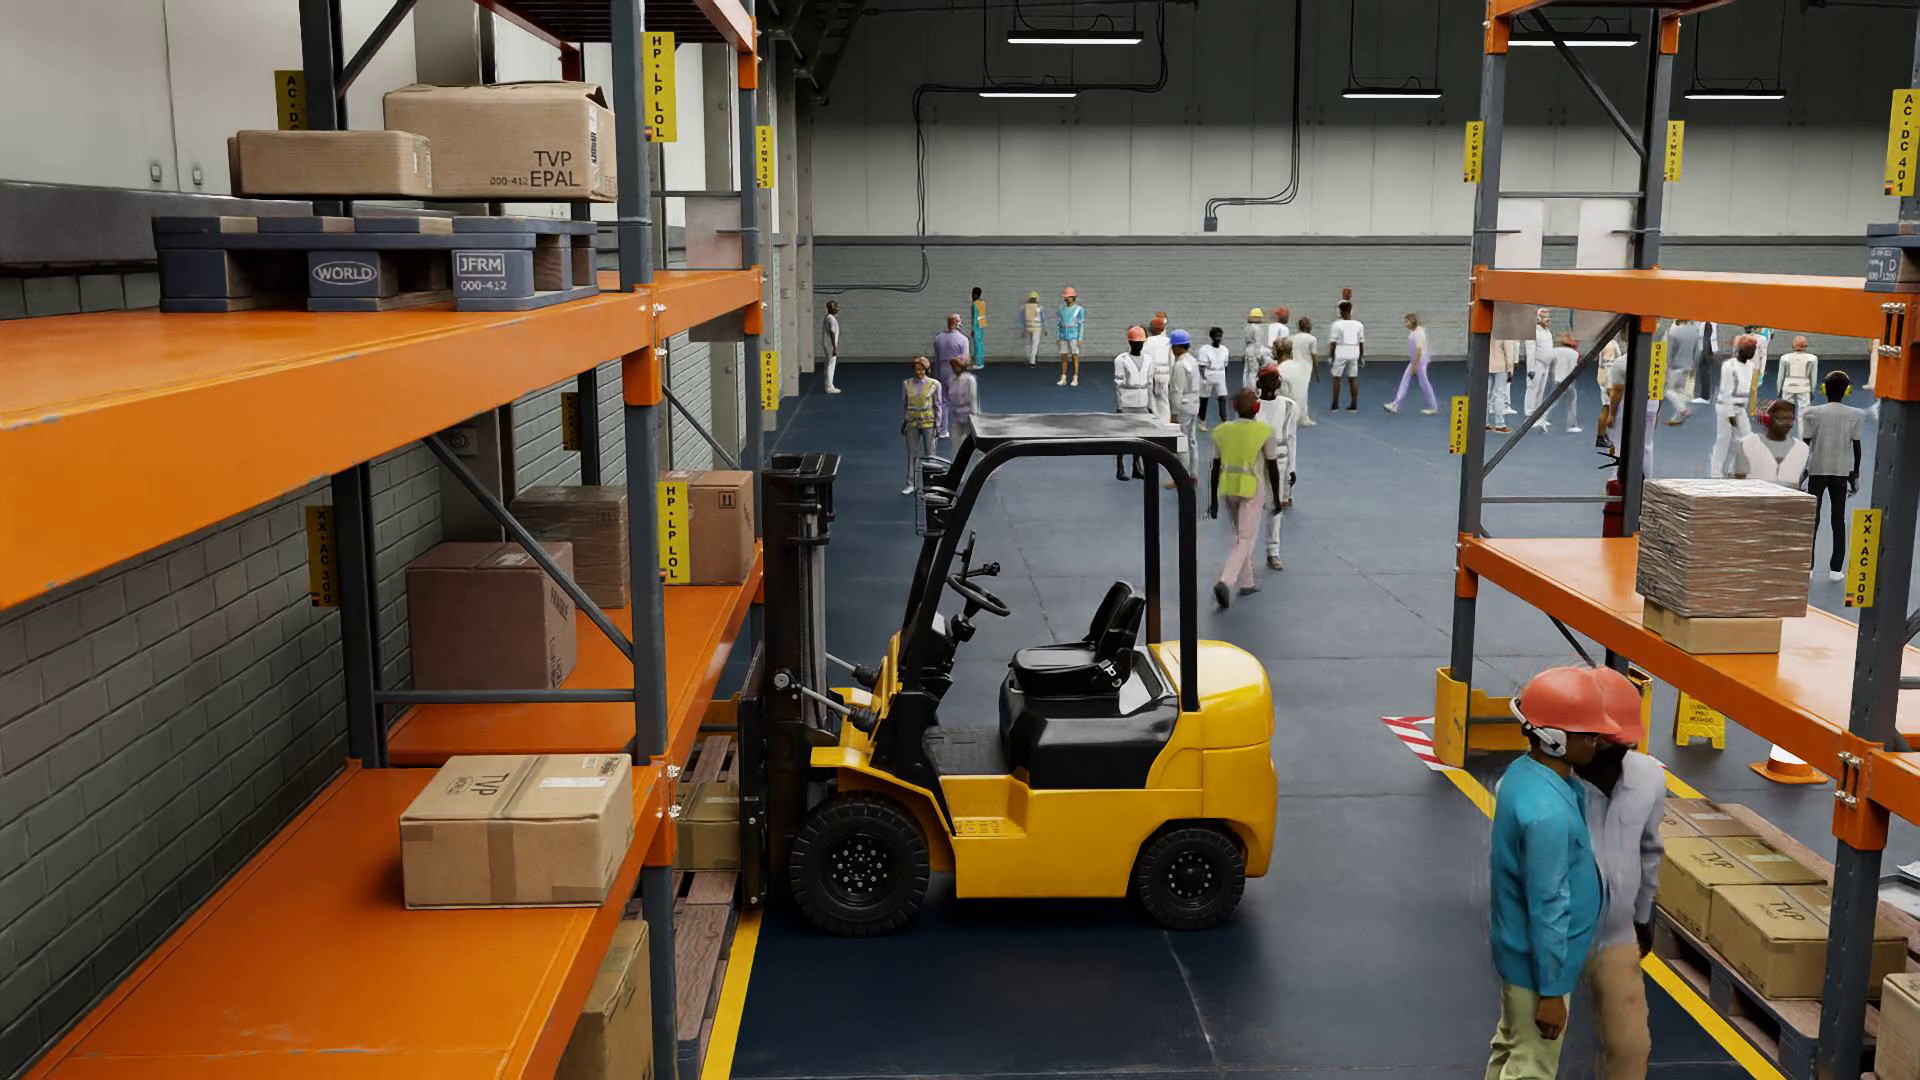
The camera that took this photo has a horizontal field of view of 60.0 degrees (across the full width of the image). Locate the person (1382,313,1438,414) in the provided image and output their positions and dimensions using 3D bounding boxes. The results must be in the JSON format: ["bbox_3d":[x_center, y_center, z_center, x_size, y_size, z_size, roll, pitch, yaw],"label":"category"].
[{"bbox_3d":[7.853,-3.037,28.743,0.983,1.772,0.562,-1,10,-6],"label":"person"}]

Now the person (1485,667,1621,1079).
[{"bbox_3d":[1.758,1.231,4.999,0.332,1.750,0.573,2,10,12],"label":"person"}]

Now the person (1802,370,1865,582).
[{"bbox_3d":[7.659,-0.564,14.679,0.521,1.871,0.325,4,11,20],"label":"person"}]

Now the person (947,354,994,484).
[{"bbox_3d":[0.107,-1.494,20.545,0.632,1.617,0.536,-10,14,-44],"label":"person"}]

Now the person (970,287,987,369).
[{"bbox_3d":[0.423,-5.000,39.256,0.392,1.919,0.593,3,11,18],"label":"person"}]

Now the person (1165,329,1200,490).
[{"bbox_3d":[2.695,-1.578,20.148,0.418,1.938,0.617,5,11,24],"label":"person"}]

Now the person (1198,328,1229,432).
[{"bbox_3d":[3.975,-2.471,25.898,0.551,1.650,0.888,-3,11,-16],"label":"person"}]

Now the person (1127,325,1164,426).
[{"bbox_3d":[2.692,-2.147,23.673,0.717,1.827,0.606,10,14,43],"label":"person"}]

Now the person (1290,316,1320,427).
[{"bbox_3d":[5.406,-2.668,26.582,0.891,1.815,0.501,-7,12,-34],"label":"person"}]

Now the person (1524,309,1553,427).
[{"bbox_3d":[9.410,-2.794,27.001,0.409,1.909,0.642,9,14,42],"label":"person"}]

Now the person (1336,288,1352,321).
[{"bbox_3d":[9.178,-5.067,39.756,0.369,1.878,0.584,-2,10,-13],"label":"person"}]

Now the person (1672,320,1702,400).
[{"bbox_3d":[13.752,-3.690,31.615,0.536,2.000,0.688,-2,10,-11],"label":"person"}]

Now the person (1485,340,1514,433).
[{"bbox_3d":[8.400,-2.664,26.031,0.377,1.995,0.608,-7,12,-34],"label":"person"}]

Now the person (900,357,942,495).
[{"bbox_3d":[-0.462,-1.346,19.683,0.510,1.639,0.308,3,11,16],"label":"person"}]

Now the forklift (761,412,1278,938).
[{"bbox_3d":[0.291,0.548,7.580,2.313,2.155,1.214,0,10,-2],"label":"forklift"}]

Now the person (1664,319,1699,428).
[{"bbox_3d":[11.567,-2.753,26.719,0.653,1.924,0.485,-5,11,-24],"label":"person"}]

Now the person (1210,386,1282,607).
[{"bbox_3d":[2.309,-0.363,13.765,0.562,1.803,0.921,8,13,39],"label":"person"}]

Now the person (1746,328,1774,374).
[{"bbox_3d":[18.068,-4.703,37.546,0.630,1.940,0.372,1,10,8],"label":"person"}]

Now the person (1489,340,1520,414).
[{"bbox_3d":[9.464,-3.155,28.977,0.379,1.918,0.598,-8,13,-36],"label":"person"}]

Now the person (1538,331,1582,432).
[{"bbox_3d":[9.439,-2.474,26.054,0.753,1.605,0.513,-5,11,-27],"label":"person"}]

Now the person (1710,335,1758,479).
[{"bbox_3d":[9.435,-1.555,20.240,0.581,1.859,0.573,-5,12,-28],"label":"person"}]

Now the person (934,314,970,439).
[{"bbox_3d":[-0.093,-2.468,25.214,0.646,1.899,0.399,8,13,39],"label":"person"}]

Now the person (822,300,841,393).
[{"bbox_3d":[-2.547,-3.819,32.919,0.342,1.839,0.501,-4,11,-20],"label":"person"}]

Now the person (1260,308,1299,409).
[{"bbox_3d":[5.603,-3.121,28.999,0.992,1.830,0.589,-6,12,-29],"label":"person"}]

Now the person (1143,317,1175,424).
[{"bbox_3d":[2.933,-2.371,24.740,0.581,1.878,0.355,-4,11,-23],"label":"person"}]

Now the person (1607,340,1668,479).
[{"bbox_3d":[7.886,-1.520,19.528,0.688,2.000,0.536,-2,10,-11],"label":"person"}]

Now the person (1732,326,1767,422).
[{"bbox_3d":[13.114,-2.846,27.684,0.531,1.765,0.327,8,13,38],"label":"person"}]

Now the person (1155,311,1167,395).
[{"bbox_3d":[3.896,-3.646,32.504,0.277,1.632,0.502,4,11,23],"label":"person"}]

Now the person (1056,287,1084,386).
[{"bbox_3d":[2.266,-4.203,34.468,0.607,2.044,0.372,5,12,28],"label":"person"}]

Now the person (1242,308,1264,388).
[{"bbox_3d":[5.531,-3.487,31.323,0.324,1.739,0.492,-3,11,-18],"label":"person"}]

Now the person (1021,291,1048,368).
[{"bbox_3d":[1.802,-5.011,39.639,0.596,1.798,0.766,6,12,29],"label":"person"}]

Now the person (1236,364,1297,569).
[{"bbox_3d":[2.782,-0.662,15.185,0.584,1.882,0.339,-1,10,-3],"label":"person"}]

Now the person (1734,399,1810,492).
[{"bbox_3d":[6.200,-0.199,12.832,0.573,1.808,0.927,1,10,4],"label":"person"}]

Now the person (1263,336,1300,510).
[{"bbox_3d":[3.596,-1.306,18.618,0.372,1.940,0.627,5,11,25],"label":"person"}]

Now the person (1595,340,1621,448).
[{"bbox_3d":[9.489,-2.300,24.216,0.391,1.923,0.549,5,11,24],"label":"person"}]

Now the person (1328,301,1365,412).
[{"bbox_3d":[6.782,-3.212,29.197,0.665,1.955,0.447,-3,11,-16],"label":"person"}]

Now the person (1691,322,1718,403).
[{"bbox_3d":[13.869,-3.496,30.904,0.396,1.914,0.596,4,11,24],"label":"person"}]

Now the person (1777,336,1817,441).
[{"bbox_3d":[12.112,-2.133,24.098,0.517,1.633,0.312,6,12,30],"label":"person"}]

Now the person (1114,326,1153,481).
[{"bbox_3d":[2.195,-1.714,20.896,0.545,1.939,0.373,-4,11,-23],"label":"person"}]
